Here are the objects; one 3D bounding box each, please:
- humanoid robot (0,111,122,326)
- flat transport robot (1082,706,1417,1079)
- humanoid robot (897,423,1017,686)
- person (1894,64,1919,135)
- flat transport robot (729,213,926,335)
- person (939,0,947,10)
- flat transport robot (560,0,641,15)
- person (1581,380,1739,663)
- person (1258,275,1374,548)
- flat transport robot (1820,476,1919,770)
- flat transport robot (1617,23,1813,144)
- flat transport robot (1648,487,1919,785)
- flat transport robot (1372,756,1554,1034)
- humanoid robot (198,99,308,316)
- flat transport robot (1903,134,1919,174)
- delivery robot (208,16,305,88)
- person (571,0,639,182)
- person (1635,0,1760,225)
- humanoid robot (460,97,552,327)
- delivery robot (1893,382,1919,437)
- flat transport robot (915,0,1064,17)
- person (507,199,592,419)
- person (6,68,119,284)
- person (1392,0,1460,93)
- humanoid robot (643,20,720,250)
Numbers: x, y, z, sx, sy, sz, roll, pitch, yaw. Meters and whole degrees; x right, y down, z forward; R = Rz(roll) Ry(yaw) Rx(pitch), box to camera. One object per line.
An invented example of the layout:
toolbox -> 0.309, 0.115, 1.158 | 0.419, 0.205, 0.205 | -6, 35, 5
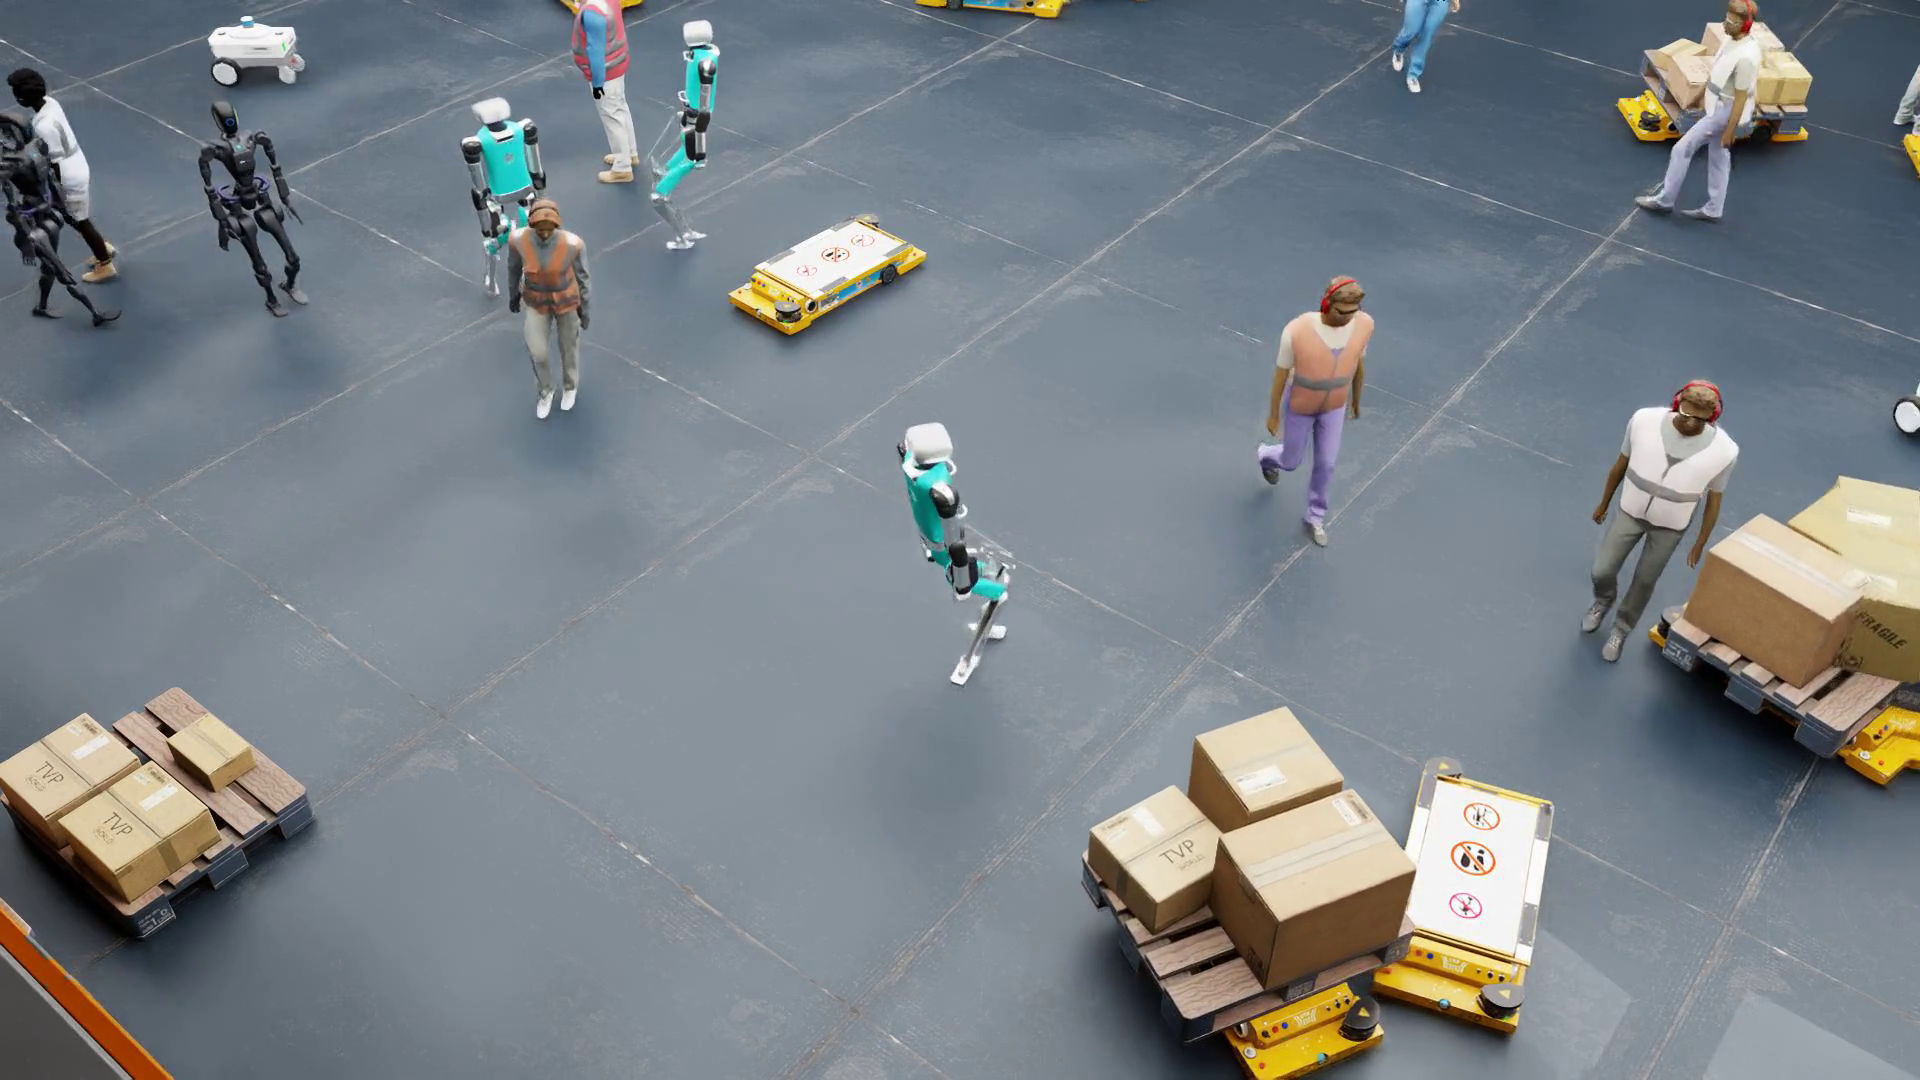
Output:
humanoid robot -> -6.442, -2.241, 11.664 | 0.751, 1.623, 0.589 | 4, 41, 4
flat transport robot -> 1.328, 1.873, 7.874 | 0.659, 0.231, 1.431 | -16, 43, -18
humanoid robot -> 0.103, 0.040, 8.896 | 0.866, 1.767, 0.606 | -17, 43, -19
person -> 8.345, -4.212, 13.904 | 0.321, 1.731, 0.489 | -9, 41, -11
flat transport robot -> -0.979, -2.005, 12.437 | 0.659, 0.231, 1.431 | 31, 49, 31
person -> -0.005, -6.030, 16.046 | 0.526, 1.728, 0.585 | 11, 42, 12
flat transport robot -> -3.822, -5.620, 16.689 | 0.659, 0.231, 1.431 | -24, 46, -26
person -> 3.752, -0.110, 8.995 | 0.603, 1.831, 0.451 | 22, 45, 24
person -> 2.083, -0.851, 9.890 | 0.610, 1.812, 0.700 | -10, 41, -11
flat transport robot -> 5.189, 0.696, 9.260 | 0.659, 0.231, 1.431 | 13, 42, 15
flat transport robot -> 6.525, -3.686, 14.415 | 1.431, 0.231, 0.659 | 0, 40, 0
flat transport robot -> 4.634, 0.735, 9.214 | 0.659, 0.231, 1.431 | -27, 47, -28
flat transport robot -> 2.474, 1.683, 8.098 | 0.659, 0.231, 1.431 | 14, 42, 16
humanoid robot -> -4.984, -2.327, 11.726 | 0.593, 1.644, 0.327 | -32, 50, -32
flat transport robot -> 8.684, -3.159, 13.795 | 1.431, 0.231, 0.659 | 7, 41, 8
delivery robot -> -6.426, -4.437, 15.091 | 0.790, 0.614, 0.499 | 0, 40, 0
person -> -2.858, -3.769, 13.309 | 0.431, 1.836, 0.629 | 0, 40, 0
person -> 5.721, -3.278, 12.742 | 0.763, 1.814, 0.559 | 19, 44, 21
humanoid robot -> -3.266, -2.369, 11.759 | 0.546, 1.806, 0.910 | -25, 46, -27
delivery robot -> 6.569, -0.823, 10.816 | 0.499, 0.582, 0.773 | -12, 42, -14
flat transport robot -> 0.321, -5.456, 16.497 | 1.431, 0.231, 0.659 | 9, 41, 10
person -> -2.657, -1.497, 10.793 | 0.582, 1.608, 0.500 | 0, 40, -1
person -> -6.519, -2.634, 12.077 | 0.379, 1.677, 0.550 | -16, 43, -18
person -> 4.139, -4.826, 14.657 | 0.523, 1.695, 0.457 | 1, 40, 1
humanoid robot -> -2.137, -2.978, 12.447 | 0.803, 1.760, 0.530 | -10, 41, -11
